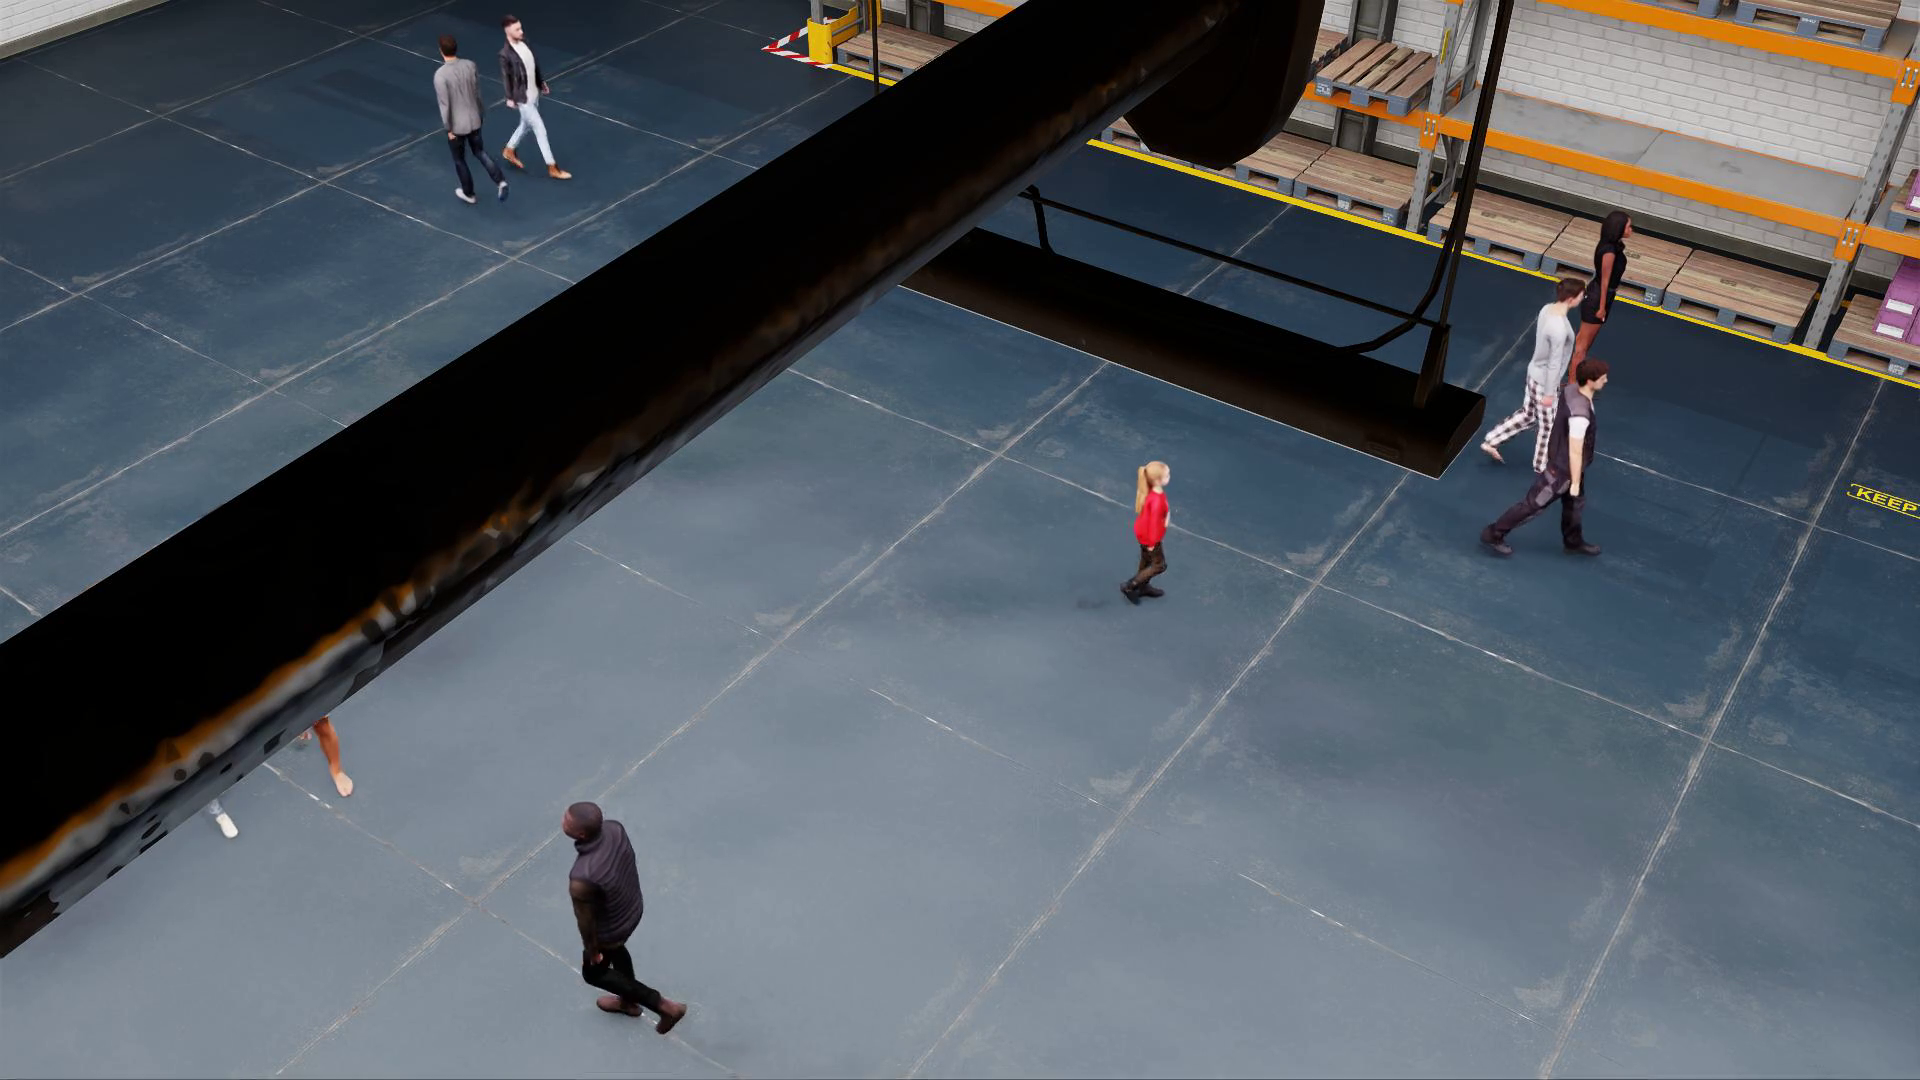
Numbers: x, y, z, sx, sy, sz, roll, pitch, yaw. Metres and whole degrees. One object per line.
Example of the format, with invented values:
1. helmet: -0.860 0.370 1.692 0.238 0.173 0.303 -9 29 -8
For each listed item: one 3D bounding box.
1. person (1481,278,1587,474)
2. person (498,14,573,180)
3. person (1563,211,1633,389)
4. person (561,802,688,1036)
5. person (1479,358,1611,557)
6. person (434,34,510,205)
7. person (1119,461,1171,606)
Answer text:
1. person: 4.728 -1.334 13.637 1.073 1.829 0.927 2 39 3
2. person: -4.772 -4.818 18.010 1.209 1.815 0.899 11 40 14
3. person: 5.625 -2.100 14.668 0.606 1.740 0.651 13 40 15
4. person: -1.875 2.135 9.301 0.990 1.820 0.876 8 39 9
5. person: 4.518 -0.589 12.721 1.290 1.808 0.994 8 39 10
6. person: -5.137 -4.334 17.377 1.020 1.850 0.745 29 47 31
7. person: 1.375 -0.049 12.472 0.709 1.276 0.644 -3 39 -4
